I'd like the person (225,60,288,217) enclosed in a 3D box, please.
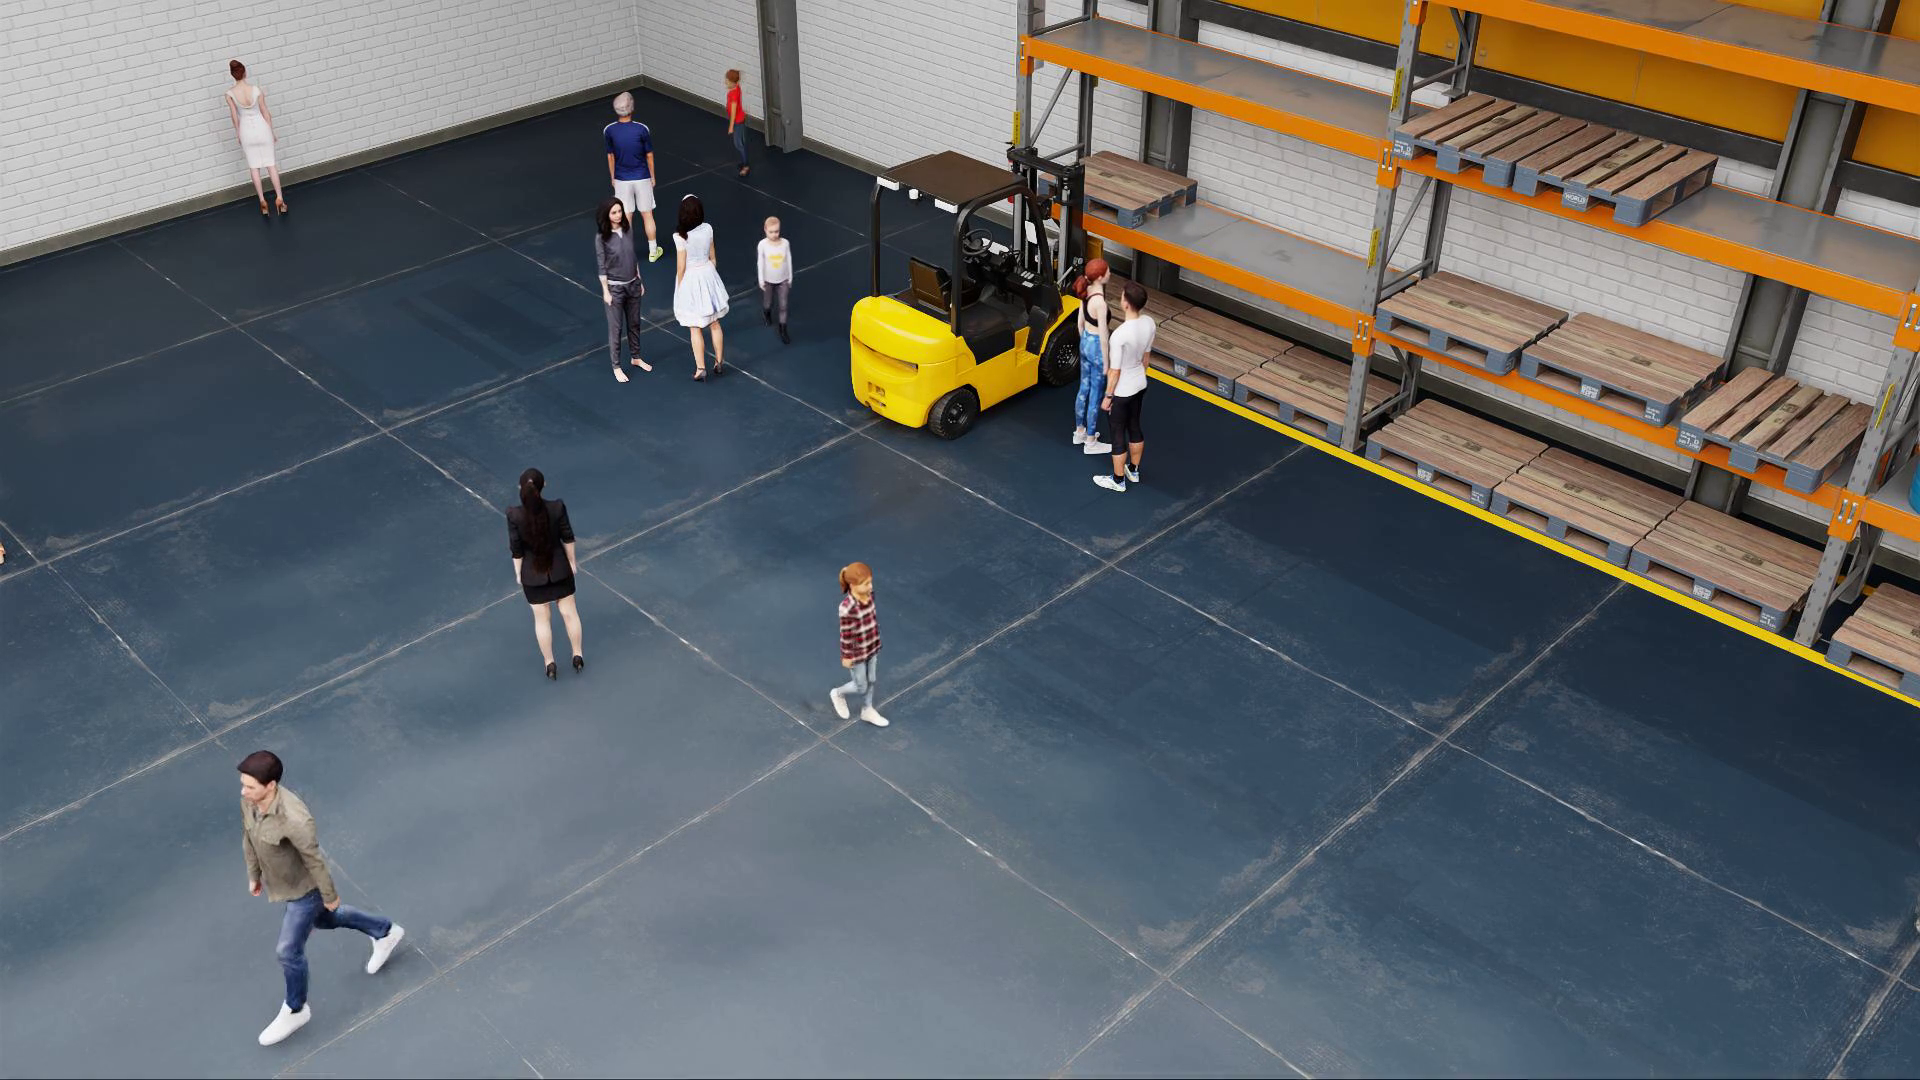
[{"bbox_3d":[-7.898,-4.509,18.641,0.633,1.792,0.634,-8,34,-12],"label":"person"}]

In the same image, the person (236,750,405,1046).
[{"bbox_3d":[-3.523,1.818,9.081,1.117,1.840,0.757,27,42,34],"label":"person"}]

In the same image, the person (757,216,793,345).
[{"bbox_3d":[-1.805,-2.566,16.194,0.692,1.268,0.817,-7,34,-11],"label":"person"}]

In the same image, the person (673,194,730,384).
[{"bbox_3d":[-2.399,-2.305,15.304,0.726,1.817,0.752,-23,40,-31],"label":"person"}]

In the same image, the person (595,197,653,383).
[{"bbox_3d":[-3.149,-2.353,15.424,0.519,1.764,0.601,26,42,33],"label":"person"}]

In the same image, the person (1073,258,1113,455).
[{"bbox_3d":[1.149,-1.580,14.242,0.716,1.785,0.623,-14,36,-20],"label":"person"}]

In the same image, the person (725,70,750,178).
[{"bbox_3d":[-2.650,-5.033,19.890,0.709,1.284,0.598,3,34,5],"label":"person"}]

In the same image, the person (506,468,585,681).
[{"bbox_3d":[-2.879,0.231,11.597,0.674,1.697,0.662,-12,36,-18],"label":"person"}]

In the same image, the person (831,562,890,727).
[{"bbox_3d":[-0.721,0.693,11.261,0.698,1.300,0.598,21,39,29],"label":"person"}]

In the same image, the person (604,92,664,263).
[{"bbox_3d":[-3.457,-3.823,17.569,0.722,1.839,0.761,-3,34,-5],"label":"person"}]

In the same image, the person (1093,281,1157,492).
[{"bbox_3d":[1.381,-1.266,13.710,0.544,1.852,0.670,28,43,35],"label":"person"}]
